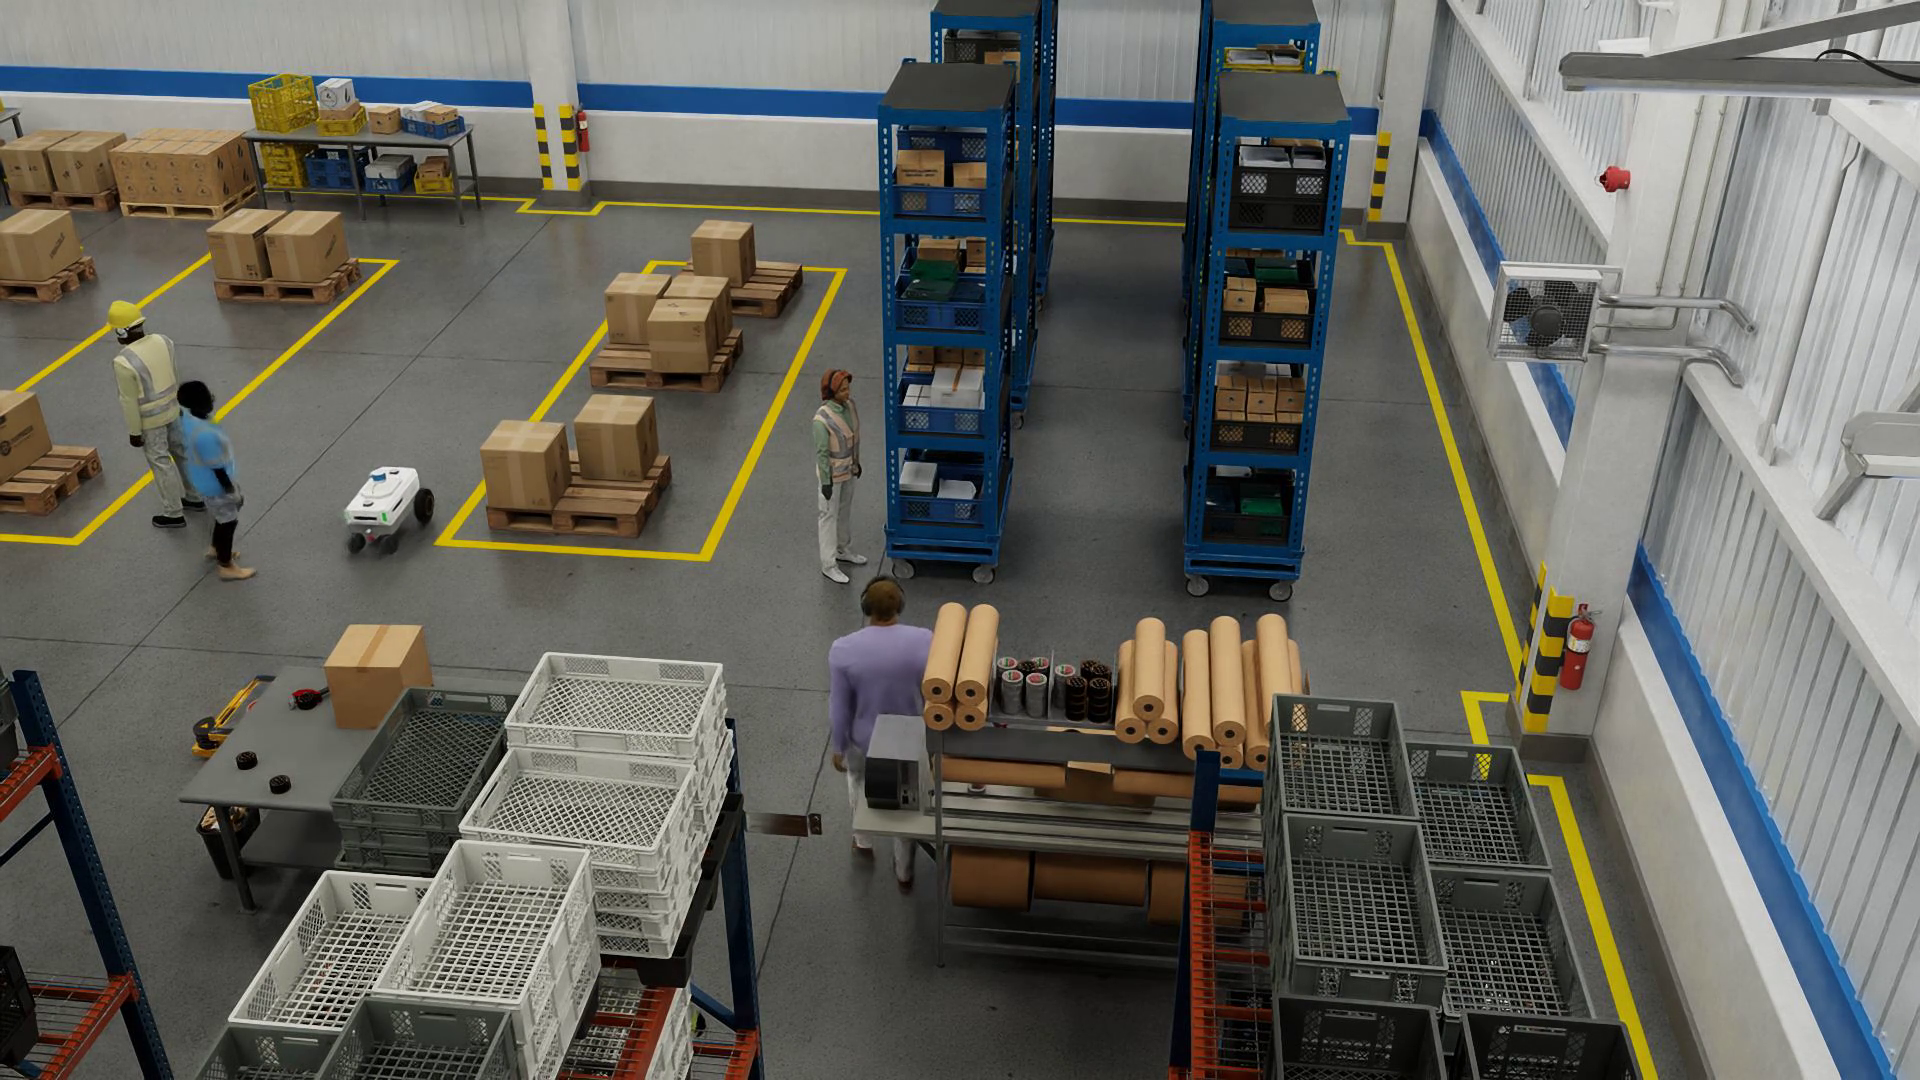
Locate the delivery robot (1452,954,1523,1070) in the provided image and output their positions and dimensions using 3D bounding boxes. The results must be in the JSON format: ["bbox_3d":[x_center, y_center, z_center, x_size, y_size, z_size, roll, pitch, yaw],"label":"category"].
[{"bbox_3d":[2.697,2.312,8.304,0.477,0.478,0.707,2,30,4],"label":"delivery robot"}]

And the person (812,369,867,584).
[{"bbox_3d":[-0.888,-0.488,12.132,0.308,1.641,0.511,13,32,20],"label":"person"}]

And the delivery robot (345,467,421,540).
[{"bbox_3d":[-4.442,-0.311,12.809,0.477,0.478,0.707,3,30,4],"label":"delivery robot"}]

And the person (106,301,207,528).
[{"bbox_3d":[-6.199,-0.974,12.788,0.403,1.826,0.590,6,31,10],"label":"person"}]

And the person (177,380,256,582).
[{"bbox_3d":[-5.381,-0.433,12.024,0.343,1.663,0.609,-16,34,-25],"label":"person"}]

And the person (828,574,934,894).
[{"bbox_3d":[-0.404,1.067,9.213,0.636,1.902,0.623,-7,31,-12],"label":"person"}]

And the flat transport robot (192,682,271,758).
[{"bbox_3d":[-4.089,1.163,10.648,1.431,0.197,0.652,3,30,6],"label":"flat transport robot"}]

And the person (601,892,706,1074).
[{"bbox_3d":[-1.362,2.210,7.300,0.429,1.841,0.634,22,37,32],"label":"person"}]
